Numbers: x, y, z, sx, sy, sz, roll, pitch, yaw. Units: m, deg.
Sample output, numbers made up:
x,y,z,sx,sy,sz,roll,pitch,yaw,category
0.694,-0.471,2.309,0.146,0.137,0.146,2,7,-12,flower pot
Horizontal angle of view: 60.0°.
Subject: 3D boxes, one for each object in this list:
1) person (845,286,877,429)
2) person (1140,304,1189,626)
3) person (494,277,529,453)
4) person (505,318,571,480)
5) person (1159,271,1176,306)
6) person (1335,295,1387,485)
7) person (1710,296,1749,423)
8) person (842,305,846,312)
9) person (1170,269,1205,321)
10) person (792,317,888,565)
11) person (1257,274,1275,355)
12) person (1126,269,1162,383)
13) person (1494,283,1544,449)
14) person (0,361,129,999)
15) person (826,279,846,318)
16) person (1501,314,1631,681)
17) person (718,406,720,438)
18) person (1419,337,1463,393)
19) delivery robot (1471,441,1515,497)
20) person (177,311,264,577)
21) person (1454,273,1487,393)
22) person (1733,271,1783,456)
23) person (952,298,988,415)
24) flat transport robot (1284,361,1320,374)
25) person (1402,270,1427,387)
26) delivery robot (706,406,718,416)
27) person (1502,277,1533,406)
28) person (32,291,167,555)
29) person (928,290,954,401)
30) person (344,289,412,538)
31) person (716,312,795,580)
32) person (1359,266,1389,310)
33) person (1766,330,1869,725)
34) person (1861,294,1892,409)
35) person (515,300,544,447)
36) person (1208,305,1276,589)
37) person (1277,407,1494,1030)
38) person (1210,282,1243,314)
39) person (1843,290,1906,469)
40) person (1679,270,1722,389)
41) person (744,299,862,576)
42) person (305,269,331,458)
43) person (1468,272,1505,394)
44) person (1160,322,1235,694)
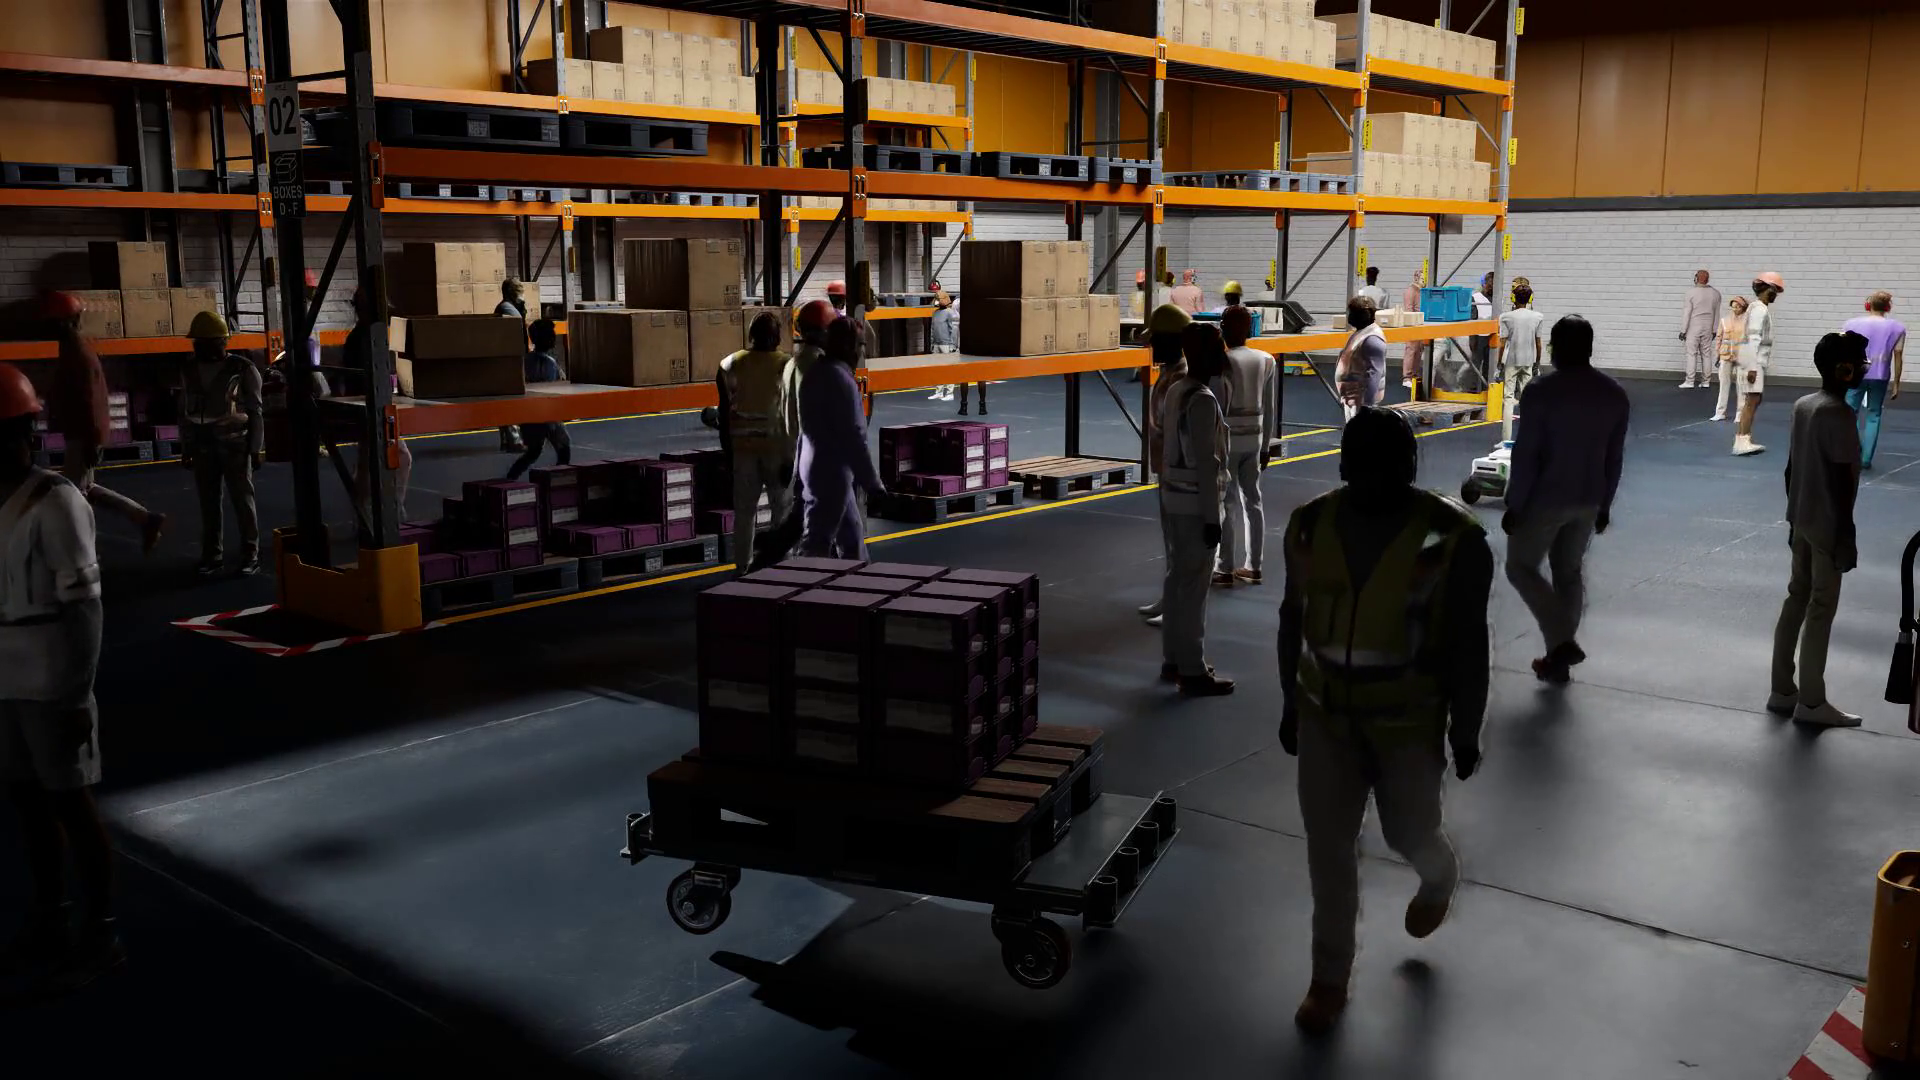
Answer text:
x,y,z,sx,sy,sz,roll,pitch,yaw,category
-0.946,-1.437,15.577,0.352,1.937,0.635,-2,10,-13,person
1.258,-0.446,9.969,0.381,1.924,0.593,0,10,0,person
-4.973,-1.934,18.423,0.376,1.934,0.629,-5,11,-24,person
-3.630,-1.072,14.265,0.793,1.665,0.532,-8,13,-37,person
3.678,-3.868,29.679,0.539,1.845,0.597,6,12,31,person
3.523,-1.231,14.683,0.429,1.844,0.621,0,10,0,person
10.061,-2.342,21.587,0.310,1.640,0.514,-9,13,-42,person
-1.778,-2.834,24.024,0.526,1.769,0.328,-5,11,-26,person
3.822,-3.564,27.777,0.636,1.911,0.404,9,13,41,person
-0.657,-0.352,9.650,0.892,1.858,0.650,-3,10,-15,person
5.839,-4.116,31.330,0.535,1.766,0.320,7,12,36,person
3.096,-3.587,27.922,0.600,1.910,0.568,-8,13,-40,person
6.230,-1.929,18.580,0.515,1.872,0.328,0,10,-2,person
-2.823,0.421,5.009,0.551,1.932,0.378,6,12,31,person
-1.318,-1.837,17.896,0.551,1.927,0.572,7,12,36,person
3.097,-0.194,8.532,0.648,1.921,0.505,-3,10,-17,person
-2.734,-2.115,19.742,0.404,1.832,0.599,1,10,4,person
7.124,-2.847,24.590,0.844,1.588,0.529,-2,10,-11,person
4.823,-0.630,14.645,0.707,0.478,0.477,-8,13,-42,delivery robot
-5.073,-0.648,11.394,0.600,1.828,0.404,1,10,6,person
7.891,-3.120,25.318,0.609,1.892,0.814,-4,11,-21,person
8.721,-1.925,18.198,0.396,2.002,0.830,5,11,26,person
0.157,-2.651,22.493,0.551,1.935,0.371,-1,10,-5,person
5.709,-3.088,29.725,1.431,0.197,0.652,2,10,11,flat transport robot
7.453,-3.432,27.035,0.403,1.904,0.652,9,13,40,person
-2.837,-1.723,20.879,0.707,0.478,0.477,-5,11,-25,delivery robot
8.011,-2.848,23.877,0.336,1.845,0.513,1,10,7,person
-6.020,-0.747,11.580,0.732,1.968,0.645,-6,12,-33,person
-0.265,-2.884,24.688,0.265,1.632,0.509,-8,13,-40,person
-4.466,-0.995,12.958,0.623,1.975,0.624,-6,12,-31,person
-1.296,-0.596,11.098,0.629,1.837,0.429,2,10,9,person
6.741,-3.520,27.402,0.599,1.958,0.369,1,10,7,person
4.121,-0.059,7.930,0.325,1.871,0.521,0,10,-3,person
12.942,-2.677,23.494,0.308,1.639,0.510,4,11,21,person
-4.973,-1.881,18.786,0.530,1.699,0.321,9,13,40,person
1.834,-0.618,11.073,0.584,1.882,0.337,-5,11,-28,person
1.280,0.490,4.983,0.639,1.816,0.785,7,12,34,person
3.270,-2.228,20.365,1.115,1.849,0.603,-8,13,-38,person
9.265,-1.628,16.969,0.605,1.827,0.454,4,11,22,person
11.877,-3.386,26.770,0.651,1.906,0.402,-2,10,-10,person
-0.978,-0.523,10.420,1.026,1.948,0.605,-5,11,-26,person
-6.970,-1.859,17.720,0.477,2.030,0.634,-8,13,-37,person
7.602,-2.914,24.064,0.588,1.913,0.390,-4,11,-22,person
1.205,-0.162,8.475,0.345,1.882,0.584,-2,10,-9,person
